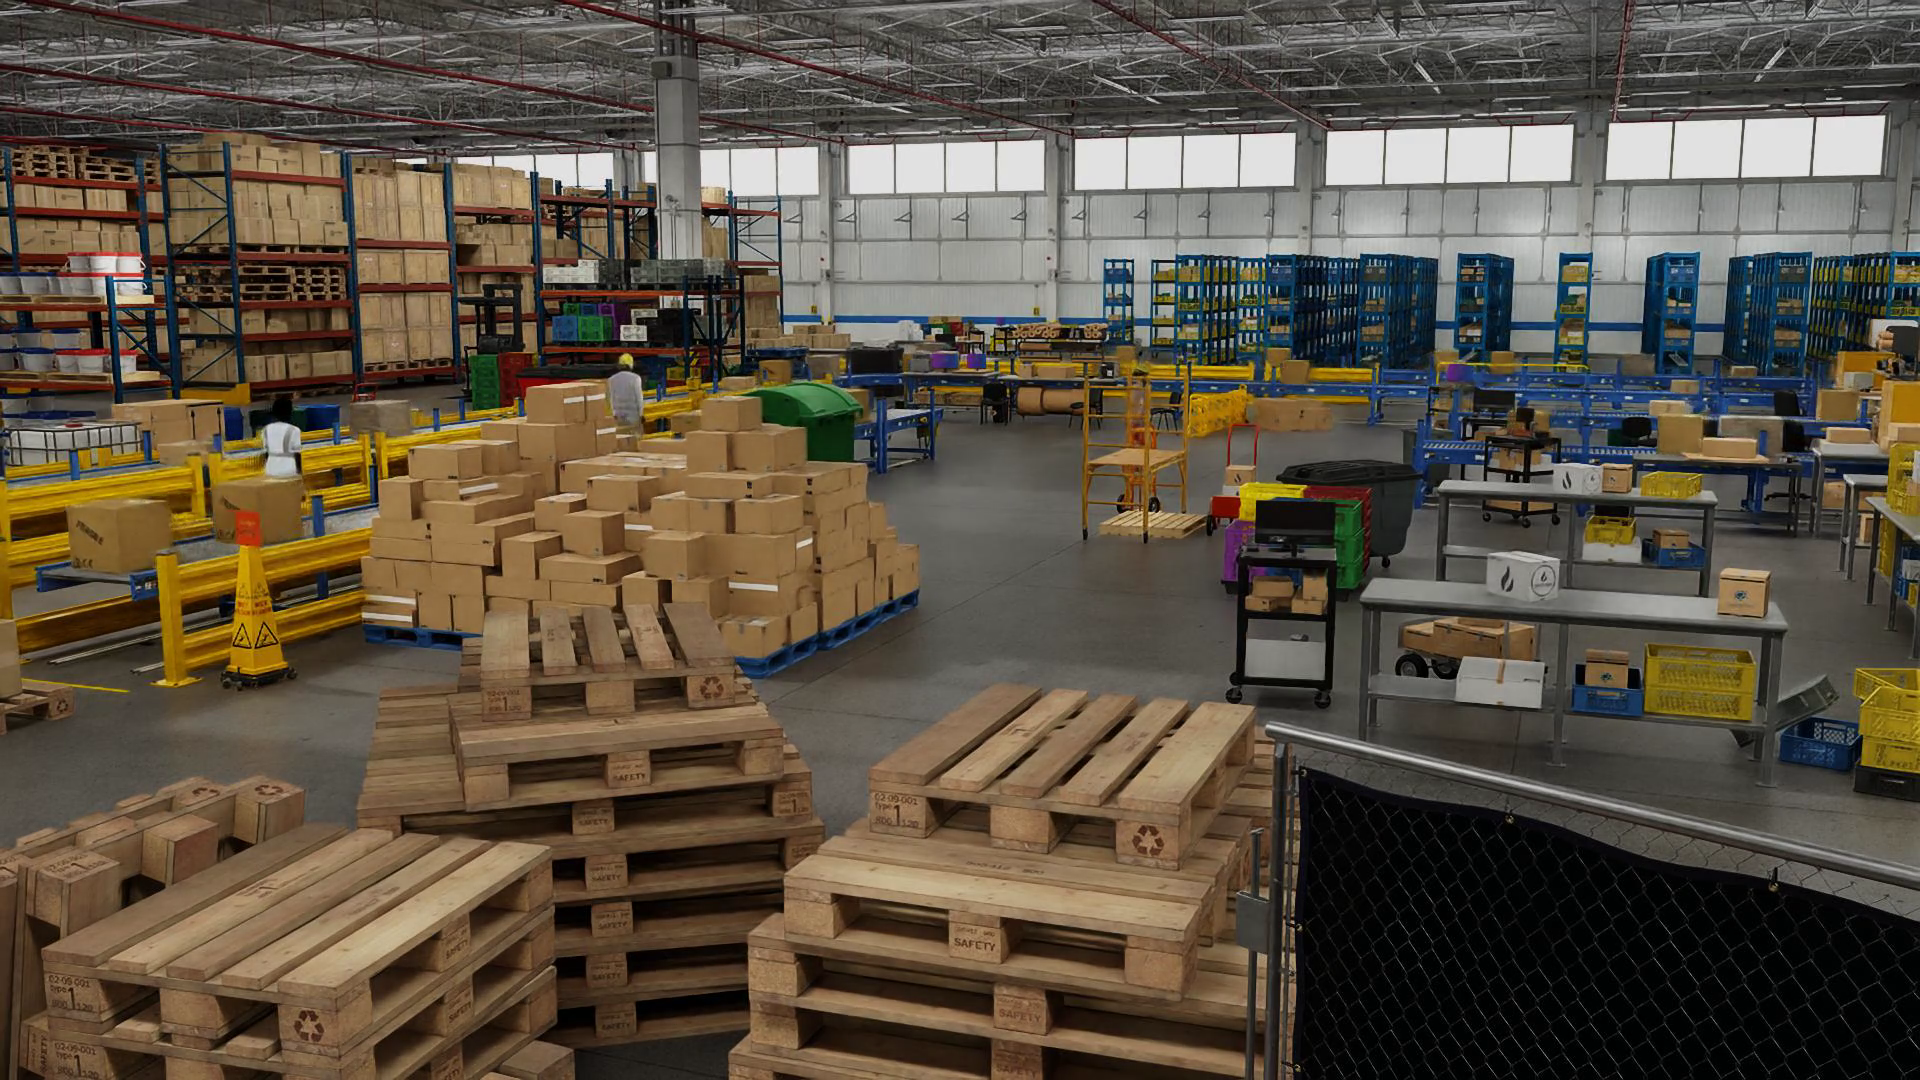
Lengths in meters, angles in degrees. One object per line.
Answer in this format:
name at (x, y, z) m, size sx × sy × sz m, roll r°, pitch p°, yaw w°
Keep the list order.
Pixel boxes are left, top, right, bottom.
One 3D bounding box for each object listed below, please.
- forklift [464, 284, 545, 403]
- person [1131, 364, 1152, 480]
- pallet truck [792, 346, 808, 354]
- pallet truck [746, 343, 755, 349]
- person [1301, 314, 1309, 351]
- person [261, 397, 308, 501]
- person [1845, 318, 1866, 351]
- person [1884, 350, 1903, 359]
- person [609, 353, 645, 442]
forklift at (-10.832, -4.702, 39.610) m, size 1.129 × 2.768 × 1.873 m, roll 3°, pitch 10°, yaw 20°
person at (2.637, -1.724, 24.510) m, size 0.456 × 1.728 × 0.543 m, roll -4°, pitch 10°, yaw -22°
pallet truck at (-3.705, -4.298, 42.022) m, size 0.653 × 1.274 × 1.630 m, roll 3°, pitch 10°, yaw 20°
pallet truck at (-6.183, -4.618, 44.264) m, size 1.601 × 1.201 × 0.680 m, roll -9°, pitch 12°, yaw -43°
person at (10.730, -6.329, 52.696) m, size 0.933 × 1.954 × 0.643 m, roll 0°, pitch 9°, yaw 2°
person at (-7.577, -0.752, 18.567) m, size 0.536 × 1.685 × 0.442 m, roll 3°, pitch 10°, yaw 20°
person at (25.112, -5.300, 46.634) m, size 0.564 × 1.837 × 0.388 m, roll 5°, pitch 10°, yaw 27°
person at (20.813, -3.834, 37.241) m, size 0.505 × 1.891 × 0.674 m, roll 4°, pitch 10°, yaw 25°
person at (-5.205, -2.021, 26.087) m, size 0.619 × 1.819 × 0.412 m, roll 4°, pitch 10°, yaw 21°
